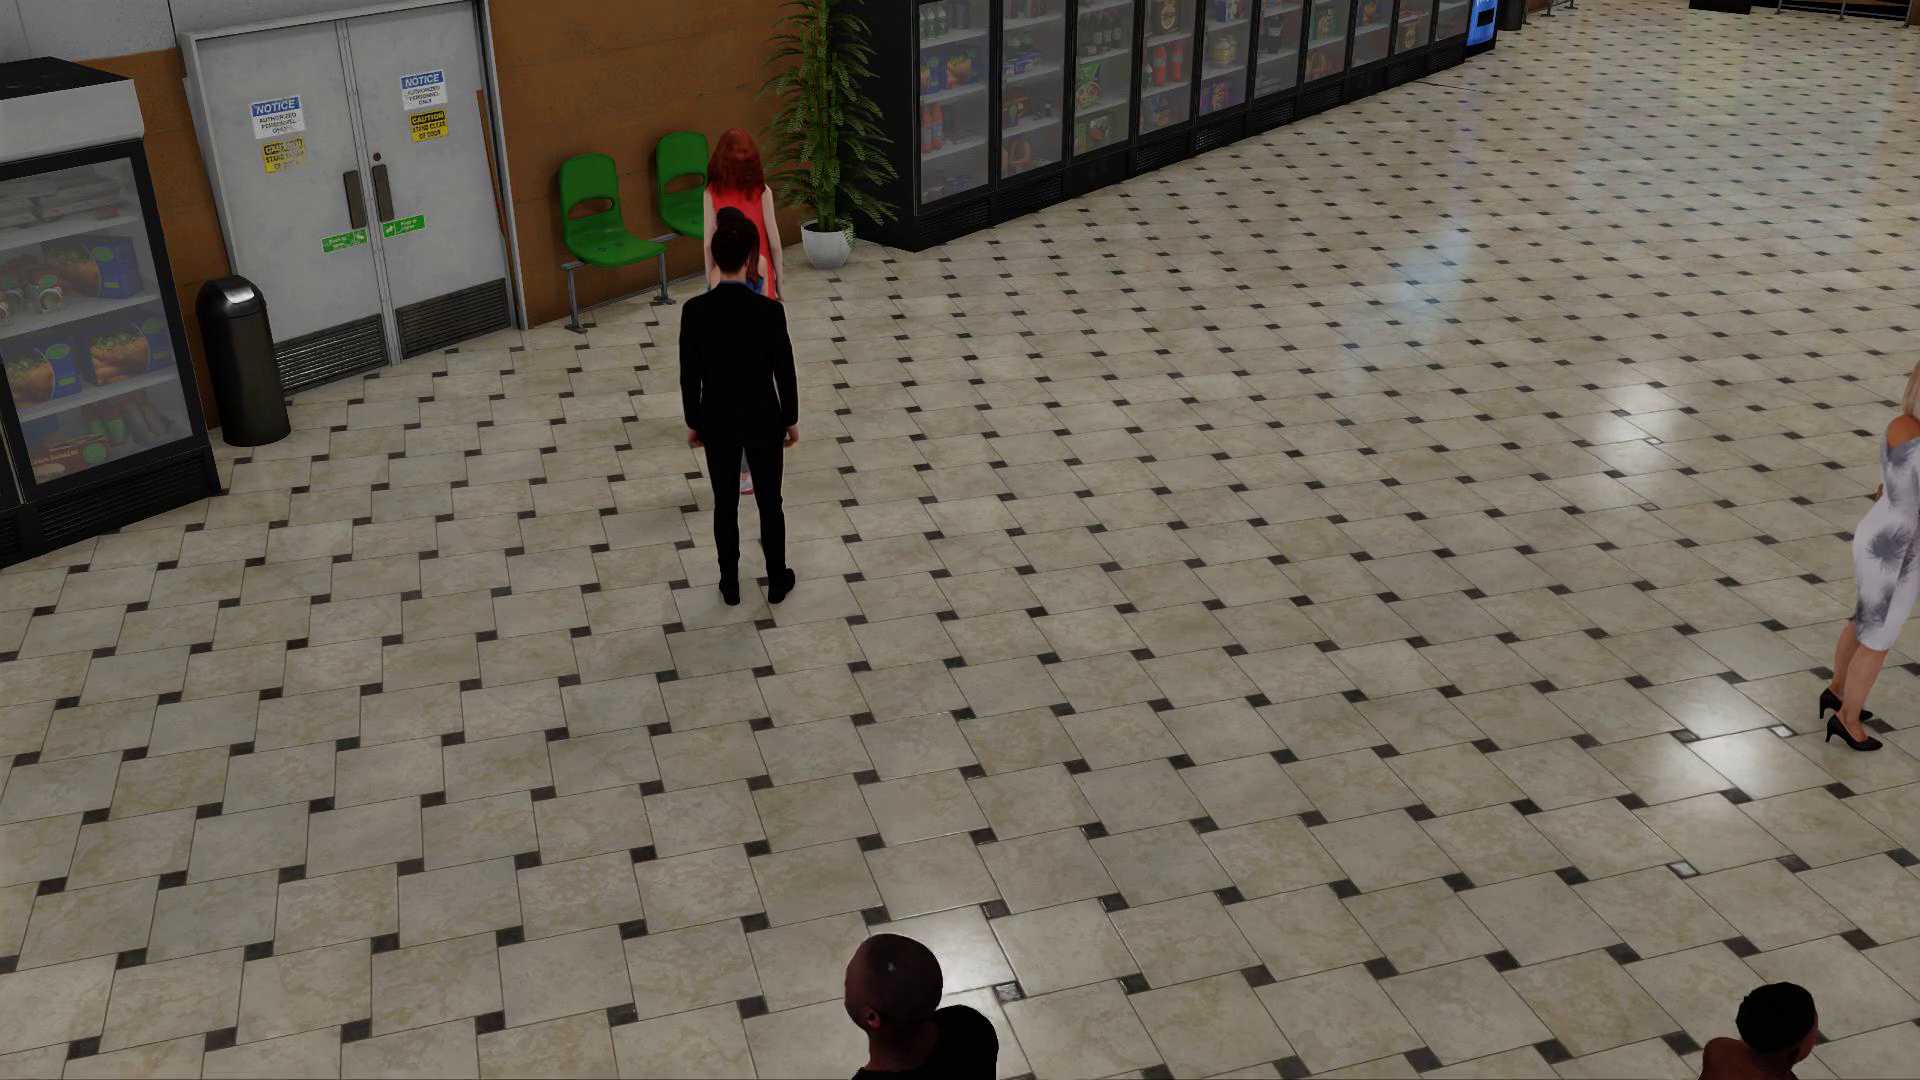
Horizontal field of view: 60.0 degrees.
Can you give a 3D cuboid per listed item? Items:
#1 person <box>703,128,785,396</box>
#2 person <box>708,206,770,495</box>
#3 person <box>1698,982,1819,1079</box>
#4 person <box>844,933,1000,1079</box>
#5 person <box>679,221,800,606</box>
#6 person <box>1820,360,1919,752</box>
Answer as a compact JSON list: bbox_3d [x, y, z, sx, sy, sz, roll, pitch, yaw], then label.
[{"bbox_3d":[-1.278,-1.513,9.827,0.658,1.826,0.740,0,27,0],"label":"person"},{"bbox_3d":[-1.197,-1.044,9.142,0.538,1.610,0.561,19,33,33],"label":"person"},{"bbox_3d":[1.939,1.650,4.226,0.713,1.250,0.659,-11,29,-21],"label":"person"},{"bbox_3d":[-0.051,1.634,3.644,0.919,1.806,0.677,19,33,33],"label":"person"},{"bbox_3d":[-1.042,-0.574,7.905,0.767,1.891,0.841,-1,27,-2],"label":"person"},{"bbox_3d":[3.785,0.072,6.791,0.701,1.745,0.664,3,27,6],"label":"person"}]
